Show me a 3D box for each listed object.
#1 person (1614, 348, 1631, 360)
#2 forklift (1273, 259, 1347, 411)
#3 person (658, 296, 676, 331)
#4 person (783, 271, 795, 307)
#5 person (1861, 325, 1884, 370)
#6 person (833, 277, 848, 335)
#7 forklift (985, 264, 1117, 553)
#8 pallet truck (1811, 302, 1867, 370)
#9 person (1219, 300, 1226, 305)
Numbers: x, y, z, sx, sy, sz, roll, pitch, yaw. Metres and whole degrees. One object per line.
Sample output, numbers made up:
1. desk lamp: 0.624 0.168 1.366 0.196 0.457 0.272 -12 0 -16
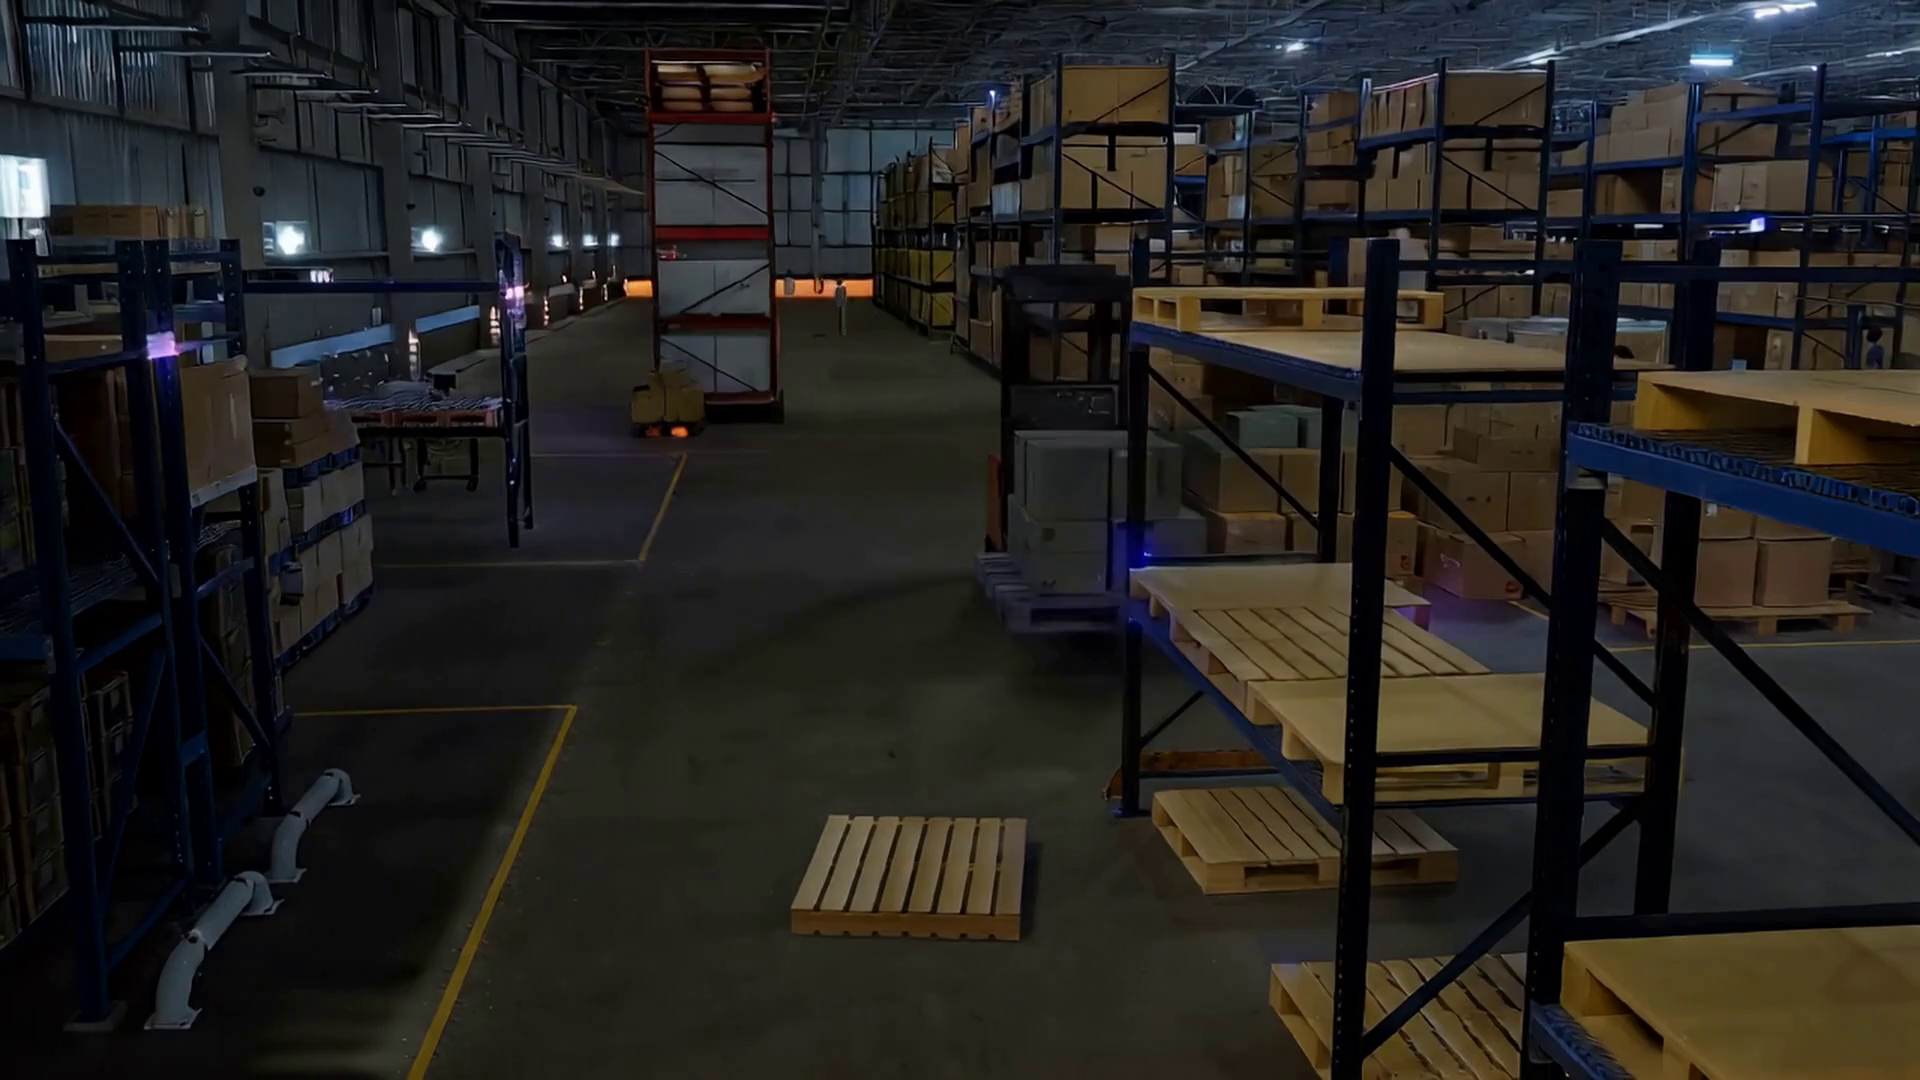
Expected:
1. person: 7.194 -1.166 18.207 0.996 1.863 0.613 -5 11 -24
2. forklift: 6.114 -3.482 28.225 1.129 2.768 1.873 -1 10 -6
3. person: -7.666 -5.807 43.801 0.598 1.919 0.390 -3 11 -16
4. person: -7.769 -11.406 75.569 0.513 1.642 0.313 2 10 9
5. person: 14.511 -2.574 26.488 0.317 1.697 0.540 3 11 15
6. person: -3.871 -7.523 53.534 0.430 1.837 0.626 -8 13 -37
7. forklift: 0.852 -1.000 14.472 1.129 2.768 1.873 -1 10 -6
8. pallet truck: 15.846 -3.142 28.793 1.885 1.965 0.823 2 10 12
9. person: 9.486 -8.460 58.955 0.551 1.729 0.799 1 10 4
